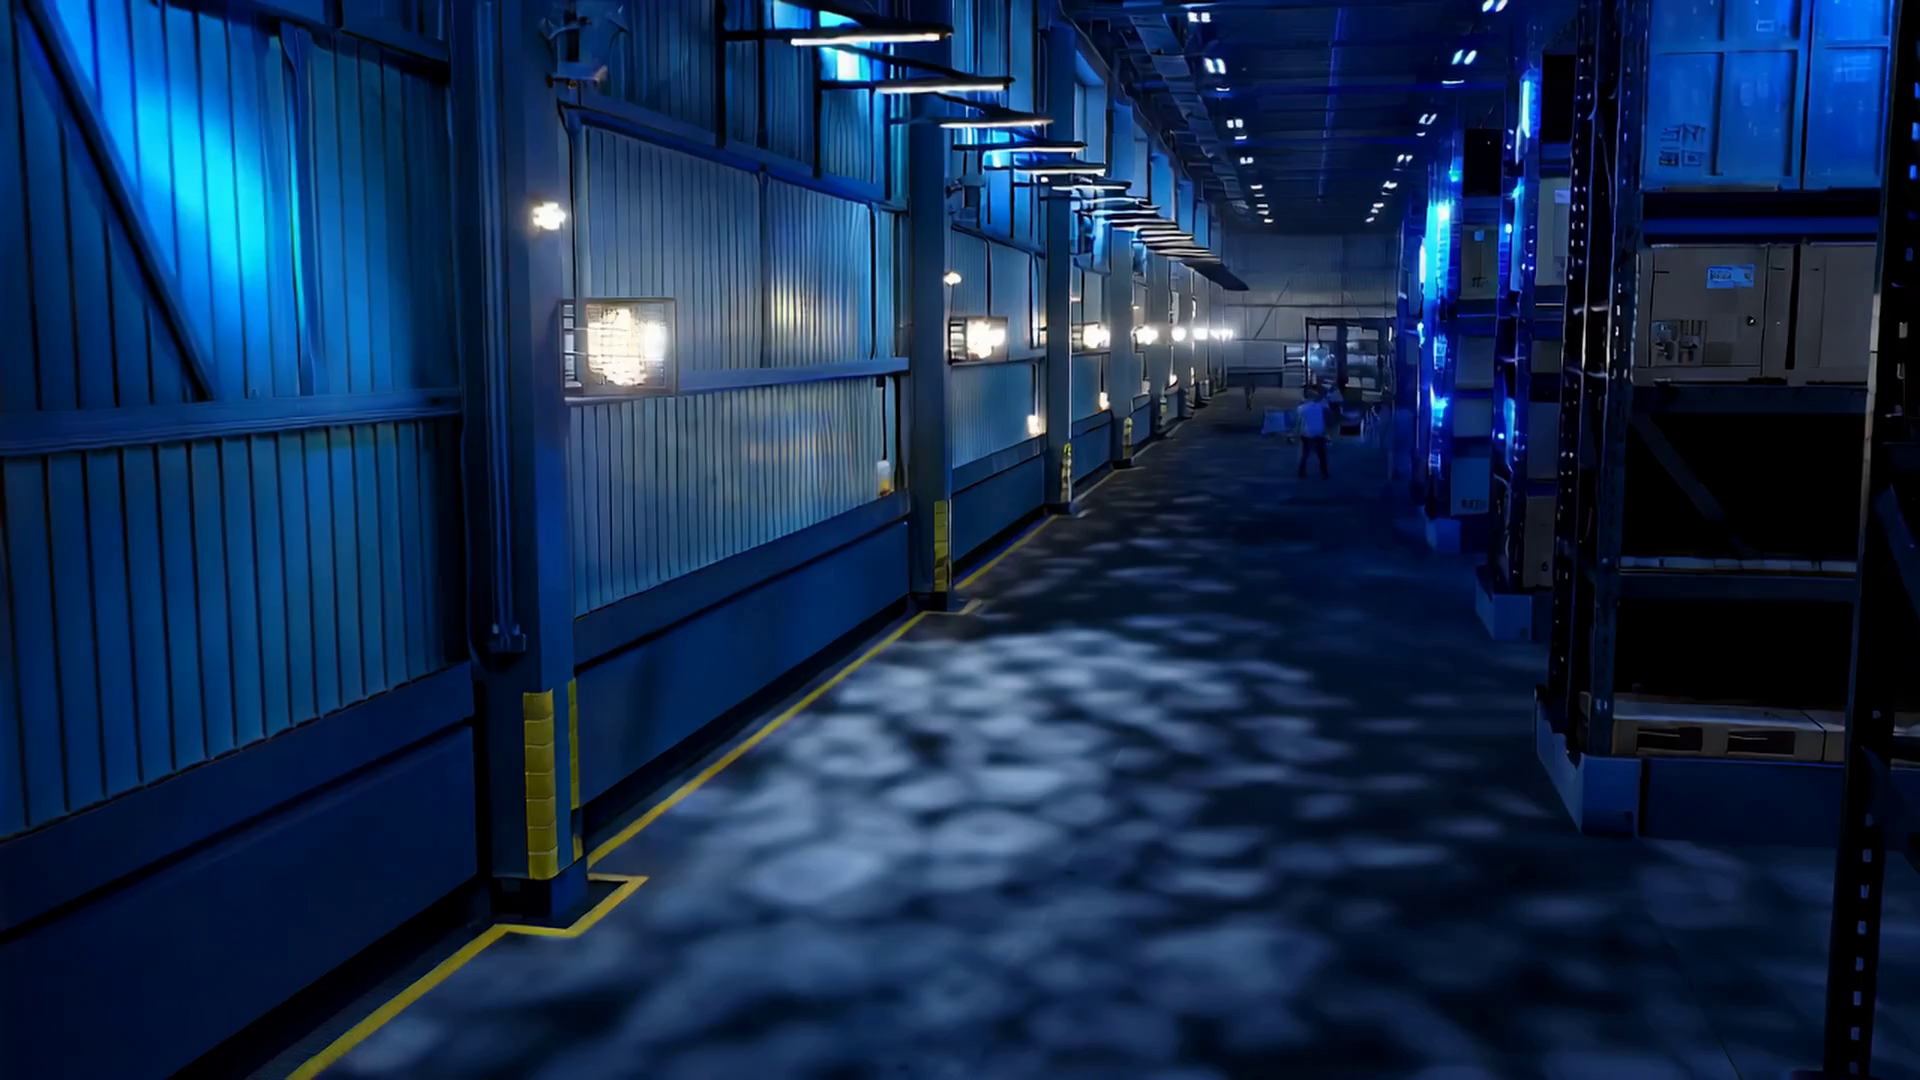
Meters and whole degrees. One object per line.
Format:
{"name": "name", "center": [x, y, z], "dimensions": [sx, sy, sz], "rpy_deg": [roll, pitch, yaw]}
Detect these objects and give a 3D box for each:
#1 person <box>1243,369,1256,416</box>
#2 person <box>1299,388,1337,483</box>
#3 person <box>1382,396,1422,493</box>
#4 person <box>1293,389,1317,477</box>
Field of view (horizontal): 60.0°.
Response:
{"name": "person", "center": [10.743, -5.491, 61.829], "dimensions": [0.573, 1.747, 0.339], "rpy_deg": [-5, 9, -37]}
{"name": "person", "center": [7.353, -2.129, 34.079], "dimensions": [0.855, 1.953, 0.708], "rpy_deg": [6, 9, 40]}
{"name": "person", "center": [8.601, -1.846, 32.141], "dimensions": [0.955, 1.878, 0.761], "rpy_deg": [-3, 8, -24]}
{"name": "person", "center": [7.454, -2.303, 35.791], "dimensions": [0.621, 1.895, 1.028], "rpy_deg": [3, 8, 20]}
